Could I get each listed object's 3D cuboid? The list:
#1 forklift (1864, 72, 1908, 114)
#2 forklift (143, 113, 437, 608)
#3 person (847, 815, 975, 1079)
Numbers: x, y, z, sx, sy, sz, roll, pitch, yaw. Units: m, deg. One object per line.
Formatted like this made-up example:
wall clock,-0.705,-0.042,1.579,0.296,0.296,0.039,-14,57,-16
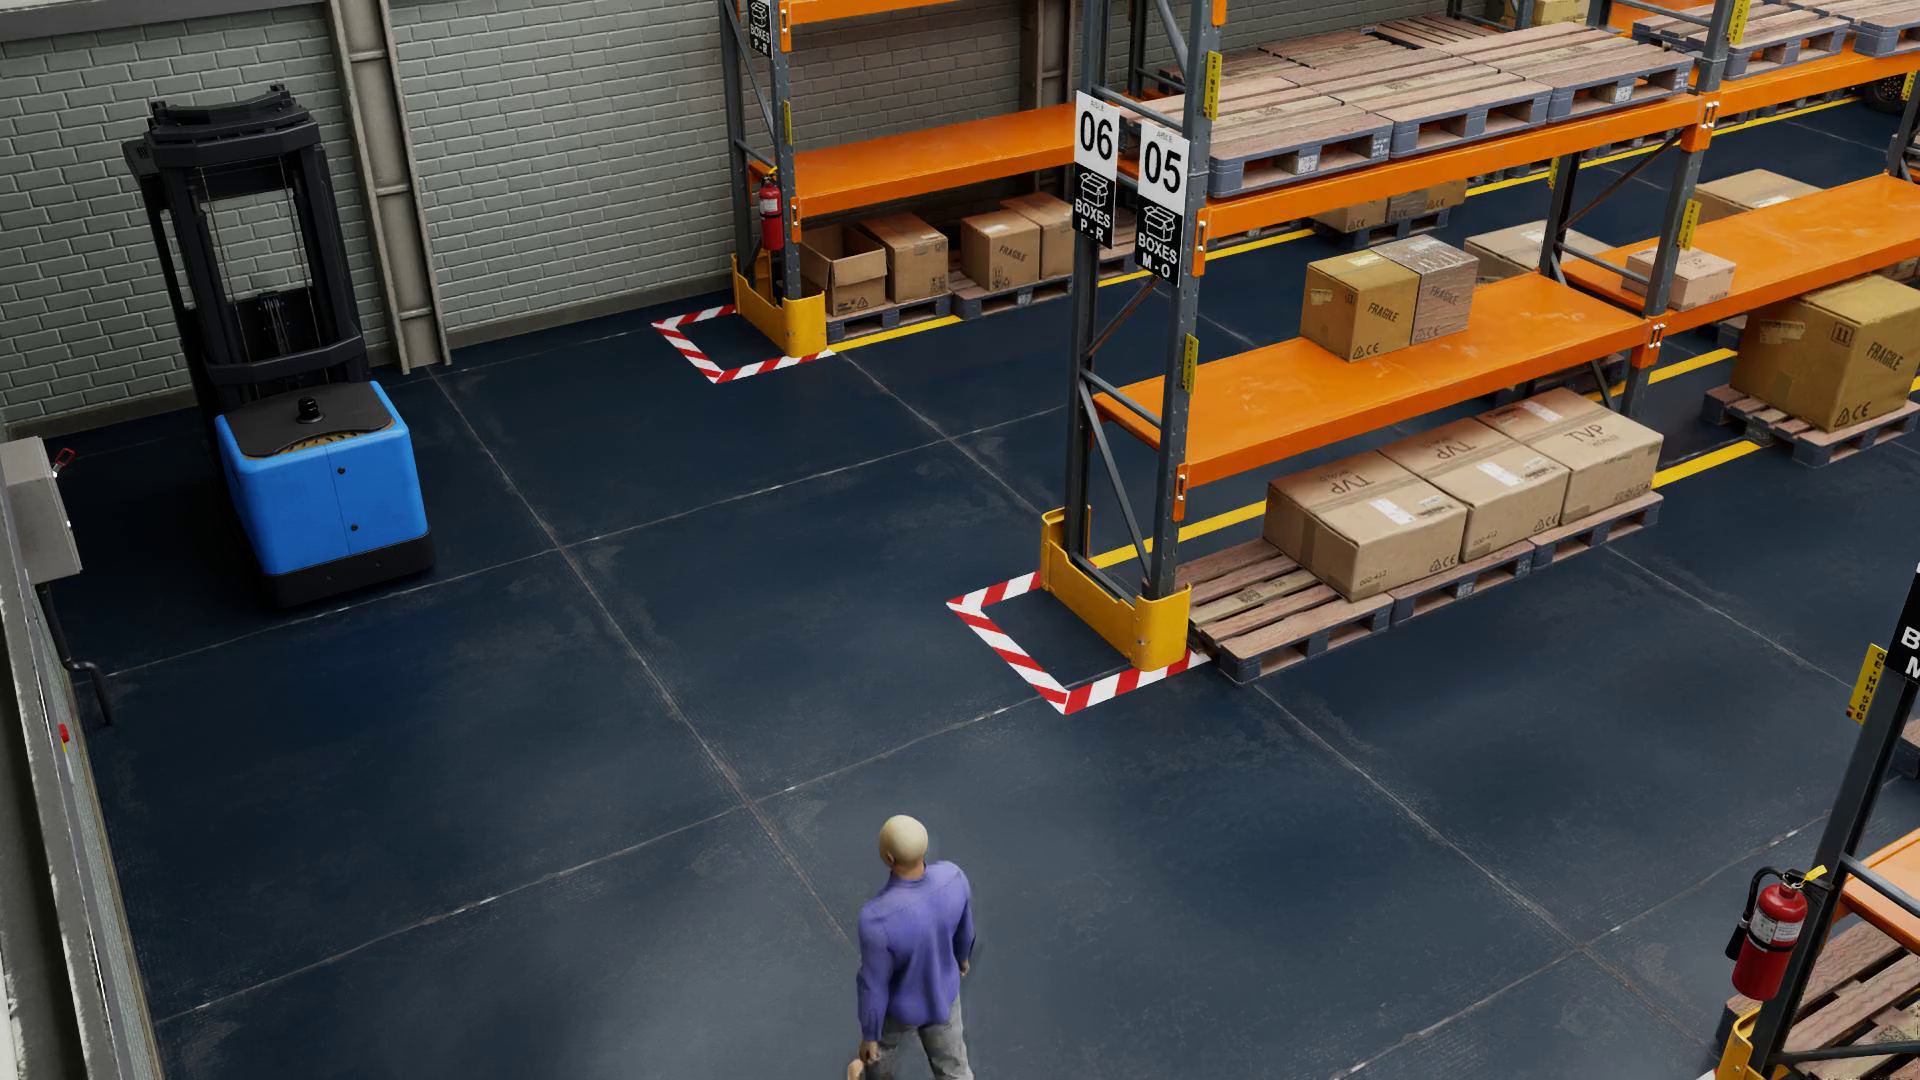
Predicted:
forklift,11.468,-5.645,18.244,1.214,2.155,2.313,-17,36,-26
forklift,-4.289,-1.259,10.509,1.129,2.768,1.873,-17,36,-26
person,-0.152,1.816,6.589,0.613,1.761,0.937,-20,37,-29
